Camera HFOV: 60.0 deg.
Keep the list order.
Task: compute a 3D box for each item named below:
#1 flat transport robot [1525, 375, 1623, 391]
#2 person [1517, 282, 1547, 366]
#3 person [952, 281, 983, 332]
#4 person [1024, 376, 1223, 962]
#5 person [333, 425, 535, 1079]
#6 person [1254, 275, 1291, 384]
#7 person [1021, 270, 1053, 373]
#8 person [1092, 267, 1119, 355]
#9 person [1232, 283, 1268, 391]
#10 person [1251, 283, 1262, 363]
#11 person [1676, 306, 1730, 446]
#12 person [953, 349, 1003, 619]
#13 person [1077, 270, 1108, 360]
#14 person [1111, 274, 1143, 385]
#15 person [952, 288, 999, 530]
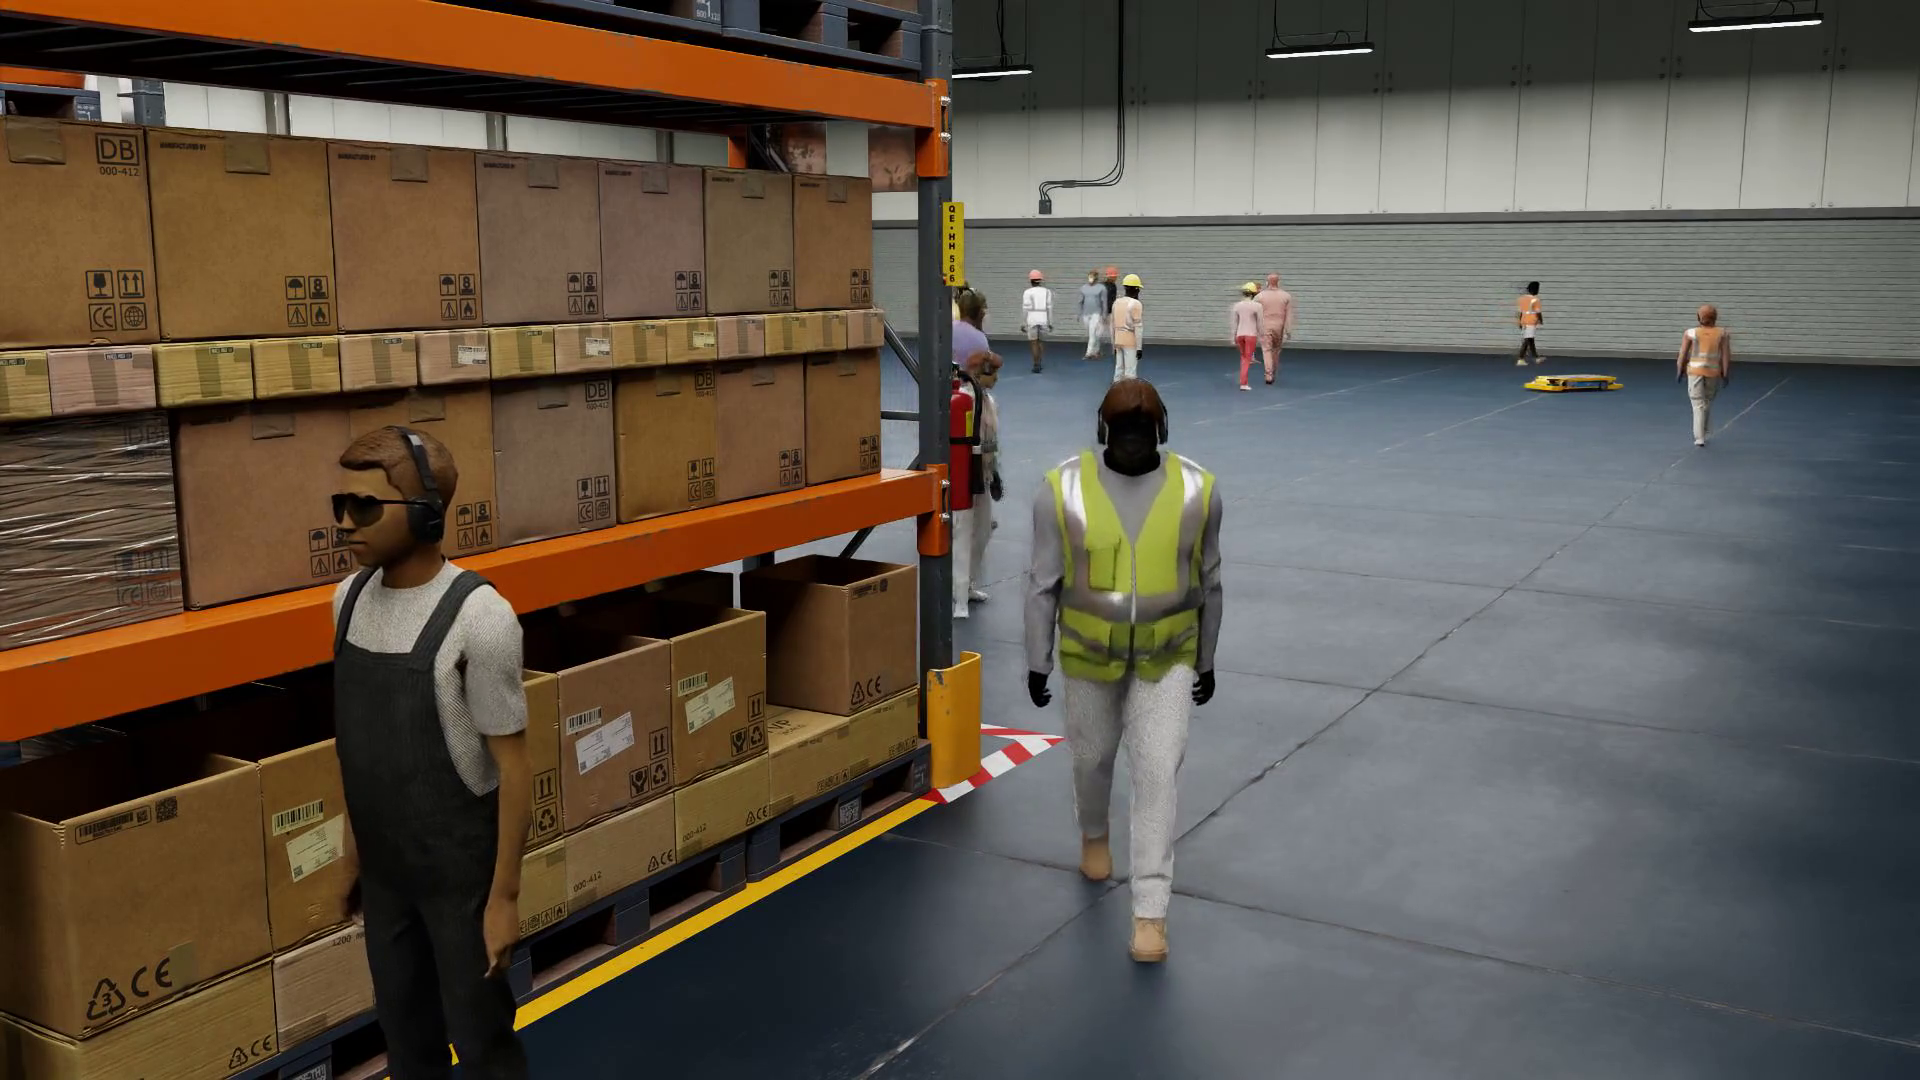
[{"bbox_3d":[9.977,-2.562,27.013,1.431,0.197,0.652,-4,10,-20],"label":"flat transport robot"},{"bbox_3d":[11.416,-4.283,33.025,0.842,1.657,0.550,-3,10,-16],"label":"person"},{"bbox_3d":[0.053,-2.903,24.519,0.654,1.801,0.904,-5,11,-25],"label":"person"},{"bbox_3d":[0.535,0.355,5.466,0.639,1.810,0.921,0,10,3],"label":"person"},{"bbox_3d":[-1.091,0.682,3.415,0.506,1.846,0.351,6,11,31],"label":"person"},{"bbox_3d":[5.323,-3.610,28.523,0.663,1.857,0.990,0,10,-1],"label":"person"},{"bbox_3d":[1.405,-4.082,31.100,0.591,1.912,0.678,-4,11,-24],"label":"person"},{"bbox_3d":[3.270,-4.992,36.366,1.013,1.925,0.653,8,12,39],"label":"person"},{"bbox_3d":[4.734,-3.305,27.080,0.546,1.743,0.703,9,14,44],"label":"person"},{"bbox_3d":[5.997,-4.422,33.918,0.276,1.633,0.507,-1,10,-4],"label":"person"},{"bbox_3d":[8.584,-1.905,19.268,0.543,1.588,0.845,2,10,10],"label":"person"},{"bbox_3d":[0.070,-0.345,10.132,0.324,1.612,0.608,4,11,23],"label":"person"},{"bbox_3d":[2.815,-4.747,35.061,0.635,1.909,0.970,6,11,30],"label":"person"},{"bbox_3d":[2.329,-2.706,23.025,0.383,1.924,0.589,-6,12,-33],"label":"person"},{"bbox_3d":[0.039,-1.004,13.052,0.505,1.926,0.649,-4,11,-23],"label":"person"}]
